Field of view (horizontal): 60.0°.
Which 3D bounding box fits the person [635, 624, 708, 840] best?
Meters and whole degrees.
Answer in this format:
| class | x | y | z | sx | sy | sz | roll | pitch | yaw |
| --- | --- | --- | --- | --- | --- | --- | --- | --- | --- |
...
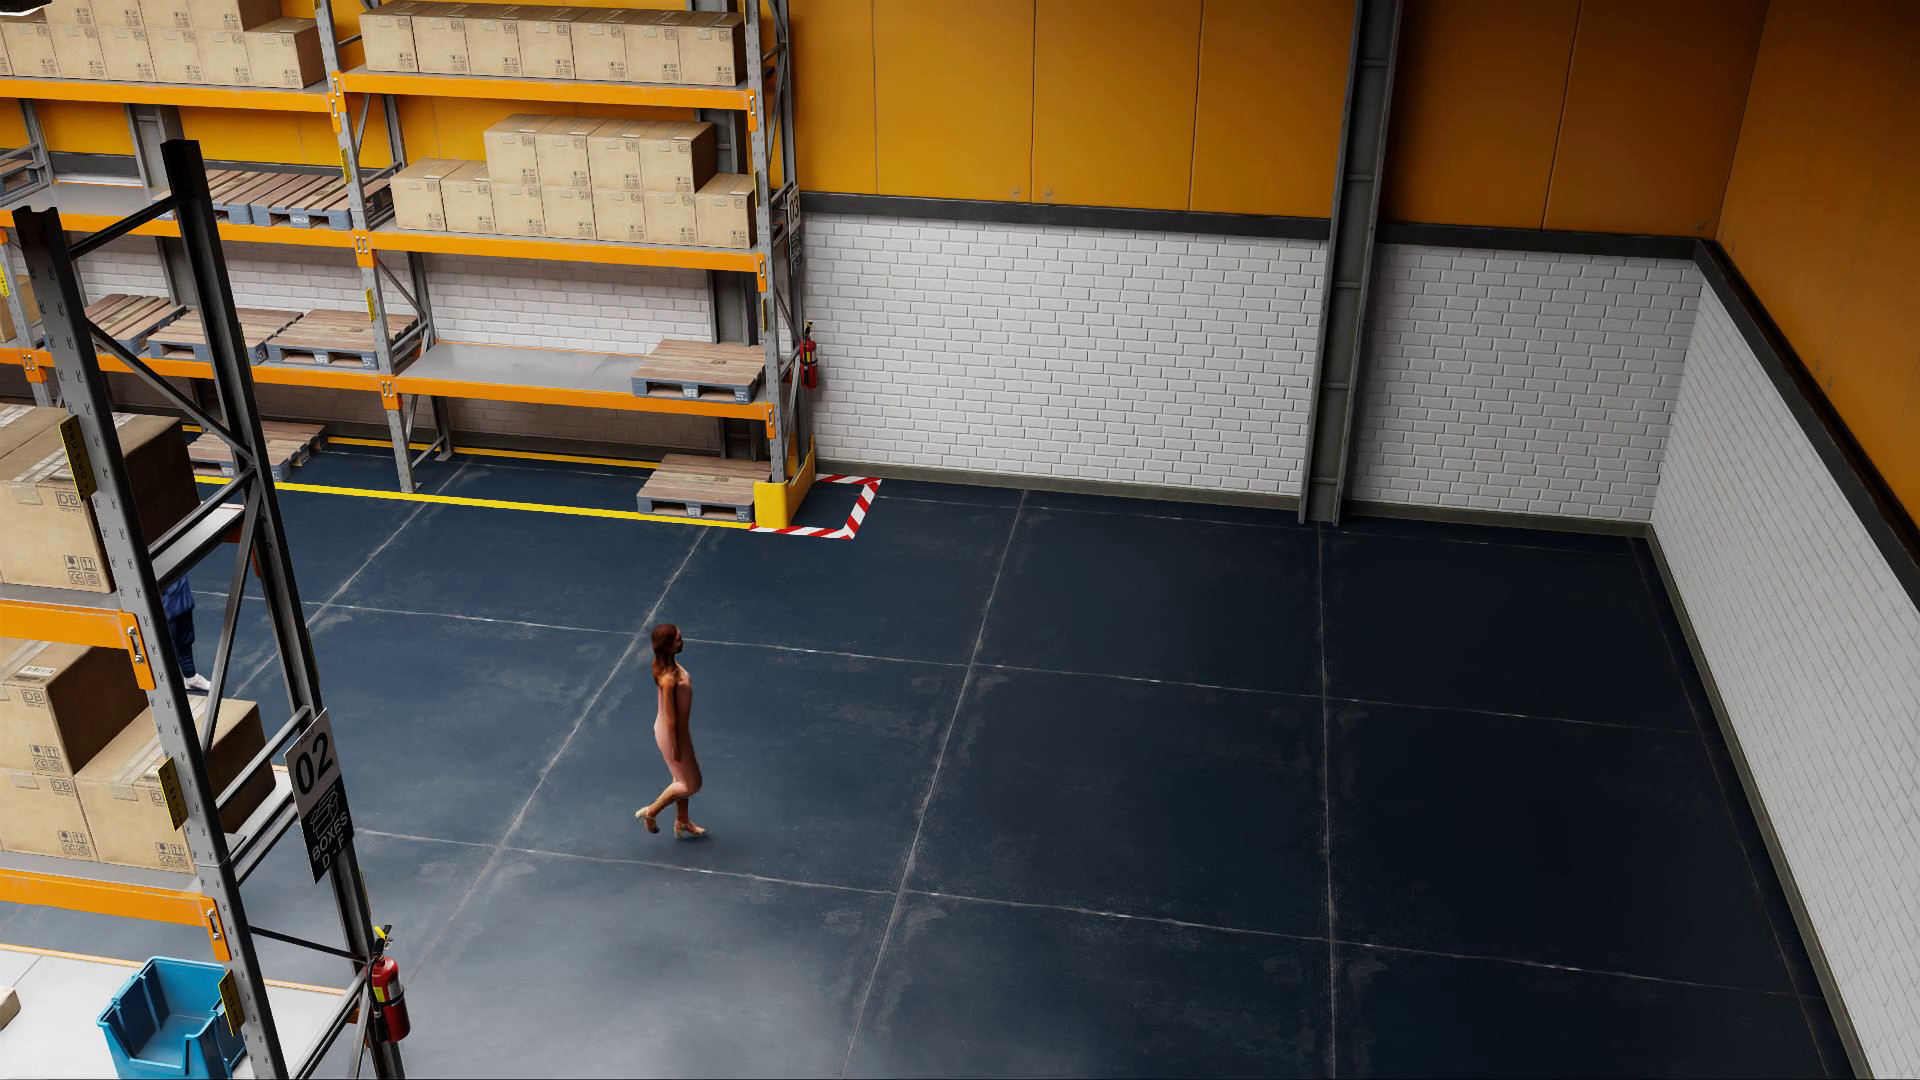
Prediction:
| class | x | y | z | sx | sy | sz | roll | pitch | yaw |
| --- | --- | --- | --- | --- | --- | --- | --- | --- | --- |
| person | -2.127 | 1.407 | 11.854 | 0.826 | 1.821 | 0.737 | -4 | 29 | -8 |
